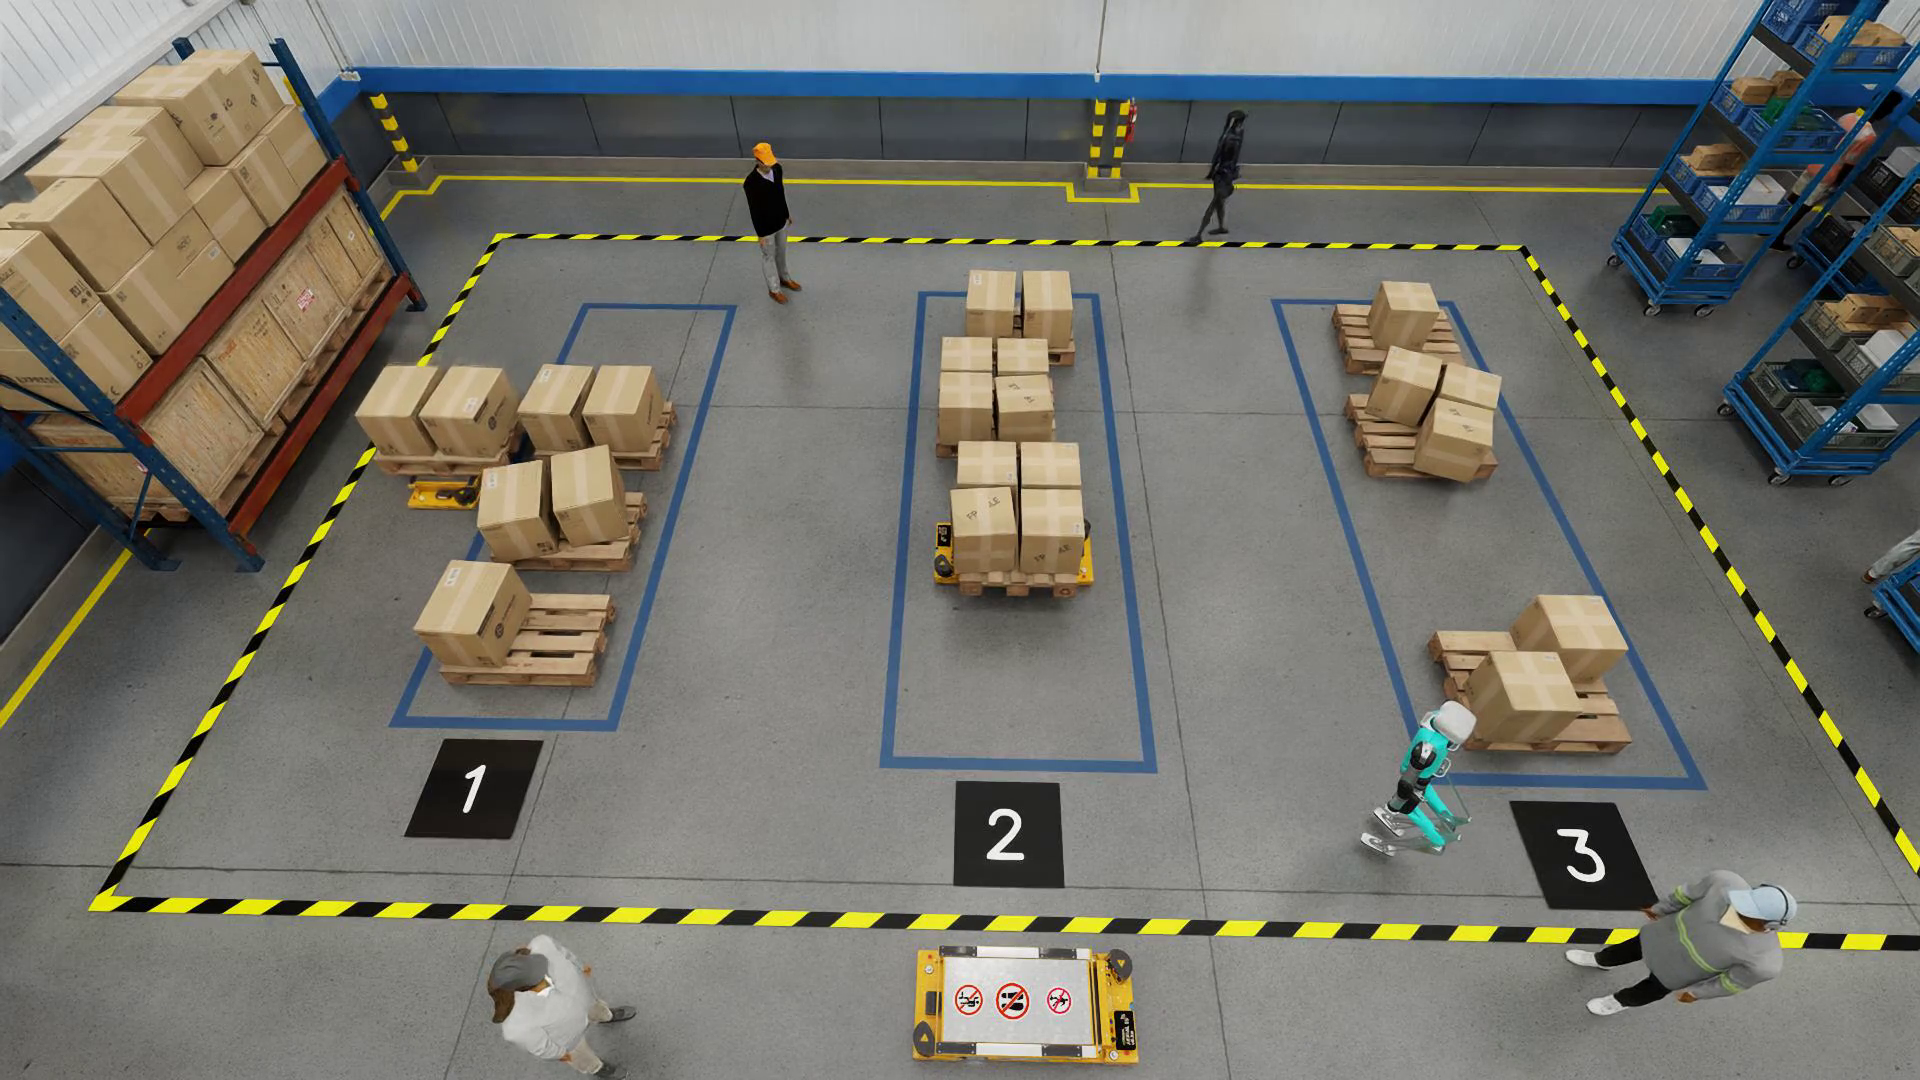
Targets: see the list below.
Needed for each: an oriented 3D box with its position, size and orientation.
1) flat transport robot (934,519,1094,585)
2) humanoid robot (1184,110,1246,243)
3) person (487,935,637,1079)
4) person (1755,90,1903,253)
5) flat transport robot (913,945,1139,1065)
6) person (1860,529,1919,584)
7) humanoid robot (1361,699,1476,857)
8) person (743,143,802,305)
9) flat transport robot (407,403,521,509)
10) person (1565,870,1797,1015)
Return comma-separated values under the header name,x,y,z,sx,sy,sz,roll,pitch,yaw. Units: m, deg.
name,x,y,z,sx,sy,sz,roll,pitch,yaw
flat transport robot,0.490,0.087,8.397,1.431,0.197,0.652,1,51,1
humanoid robot,3.157,-4.431,11.198,0.656,1.636,0.597,-7,51,-6
person,-2.305,2.719,5.300,0.397,1.769,0.563,-2,51,-1
person,10.392,-4.407,10.993,0.369,1.958,0.596,3,51,2
flat transport robot,0.422,3.041,6.007,1.431,0.231,0.659,1,51,1
person,8.376,-0.183,7.558,0.372,1.940,0.630,-20,54,-16
humanoid robot,3.168,1.699,6.064,0.735,1.681,0.533,35,59,25
person,-2.113,-3.582,10.368,0.383,1.879,0.585,24,55,18
flat transport robot,-4.967,-0.906,9.206,0.652,0.197,1.431,1,51,1
person,4.298,2.441,5.474,0.399,1.852,0.589,1,51,1
